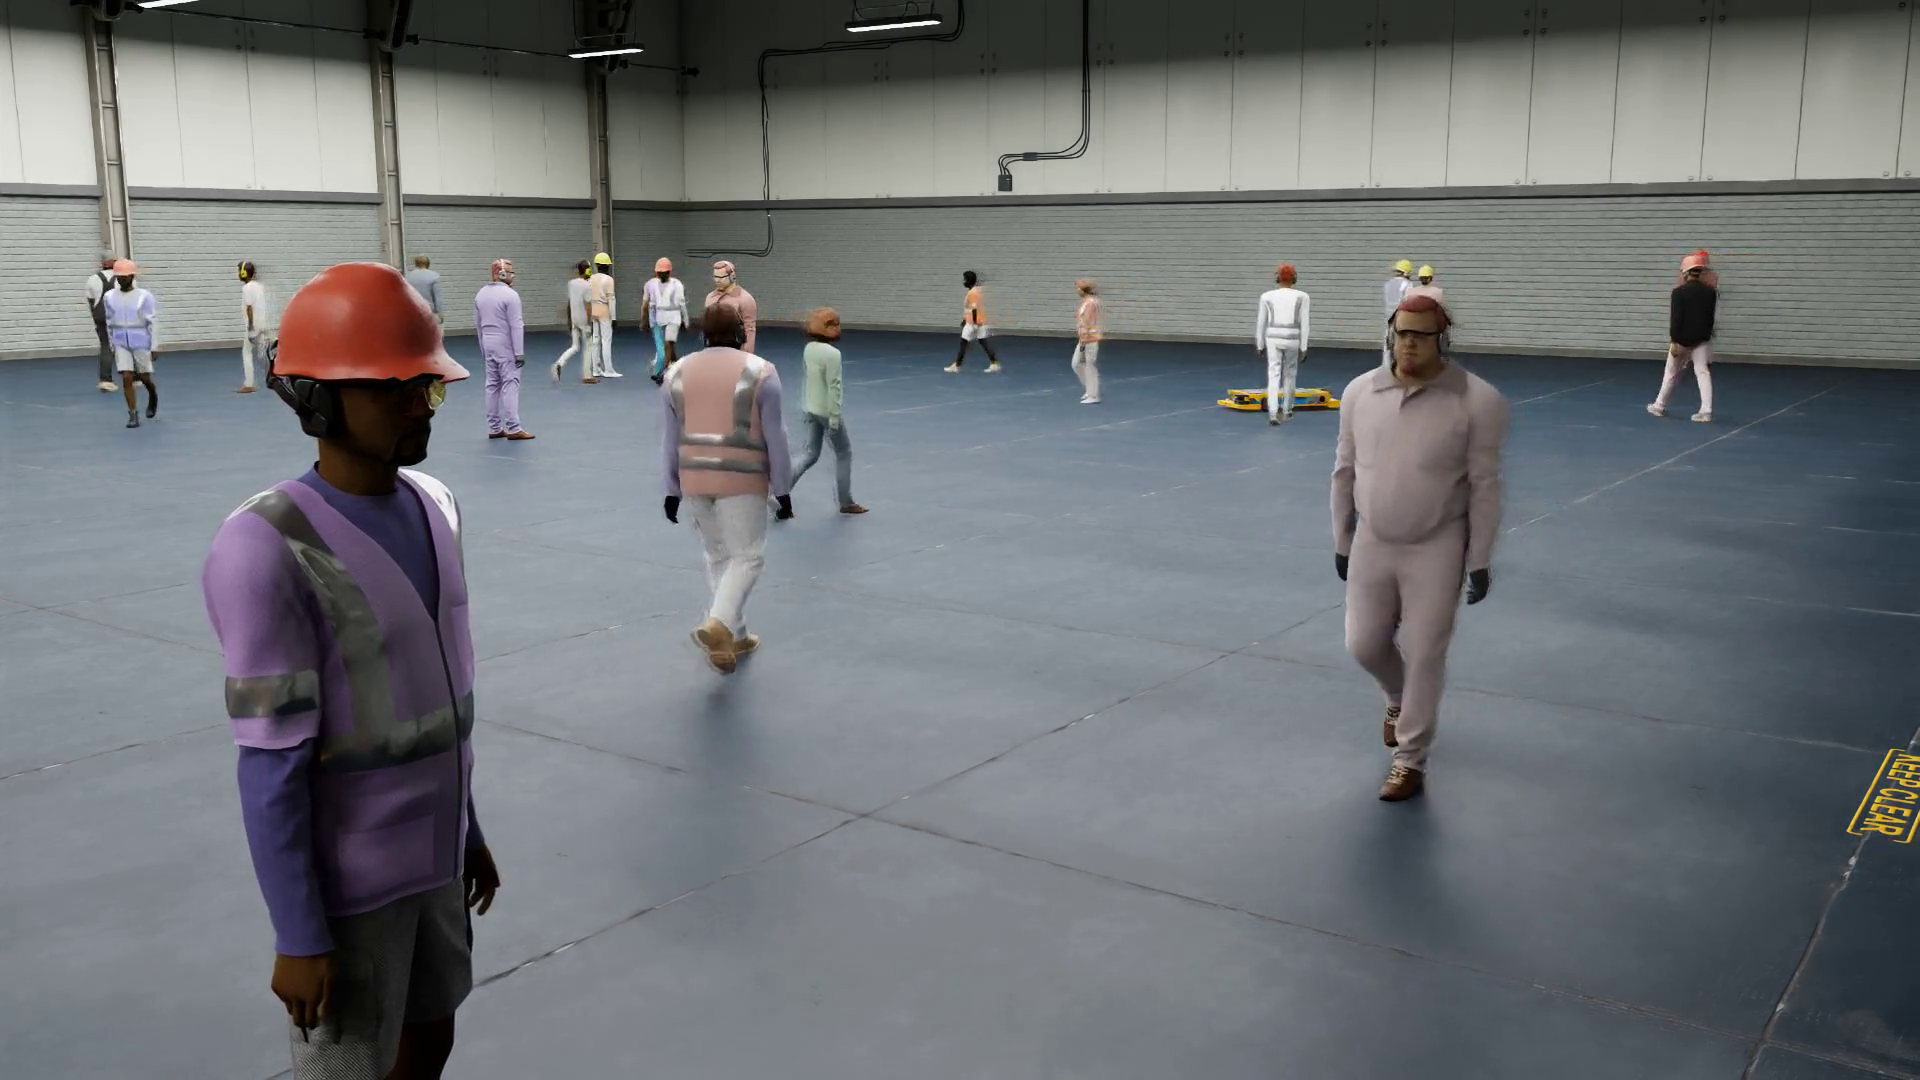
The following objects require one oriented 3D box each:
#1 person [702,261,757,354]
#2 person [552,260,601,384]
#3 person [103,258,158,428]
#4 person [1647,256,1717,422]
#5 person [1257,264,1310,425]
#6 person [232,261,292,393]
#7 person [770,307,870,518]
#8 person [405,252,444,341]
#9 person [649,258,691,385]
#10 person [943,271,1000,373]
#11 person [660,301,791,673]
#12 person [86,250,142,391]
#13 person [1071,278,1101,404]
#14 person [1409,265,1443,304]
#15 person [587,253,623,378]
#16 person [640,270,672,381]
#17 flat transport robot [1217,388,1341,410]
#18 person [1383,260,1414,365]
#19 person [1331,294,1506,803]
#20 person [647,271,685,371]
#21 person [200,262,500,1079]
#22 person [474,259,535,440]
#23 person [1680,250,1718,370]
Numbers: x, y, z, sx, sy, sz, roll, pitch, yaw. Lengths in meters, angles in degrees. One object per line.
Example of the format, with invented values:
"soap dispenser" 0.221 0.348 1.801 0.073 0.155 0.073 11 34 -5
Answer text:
"person" -2.327 -1.814 16.539 0.640 1.904 0.409 7 12 33
"person" -5.623 -3.176 24.340 0.573 1.837 0.760 7 12 36
"person" -9.406 -2.245 18.946 0.542 1.918 0.700 -2 10 -11
"person" 8.601 -2.374 19.614 0.633 1.928 1.046 -2 10 -10
"person" 3.720 -2.254 19.200 0.591 1.841 0.970 3 10 15
"person" -9.709 -2.949 23.092 0.807 1.846 0.524 0 10 1
"person" -1.074 -0.956 12.562 0.769 1.602 0.507 -7 12 -35
"person" -8.570 -3.643 26.701 0.652 1.928 0.435 2 10 12
"person" -4.353 -3.231 24.615 0.568 1.856 1.114 4 11 23
"person" 0.221 -3.476 26.573 0.903 1.646 0.527 2 10 10
"person" -1.177 -0.246 8.068 0.642 1.806 0.833 3 11 18
"person" -11.988 -3.148 23.625 0.711 2.000 1.037 -1 10 -8
"person" 1.638 -2.574 21.543 0.369 1.623 0.541 -1 10 -7
"person" 7.042 -3.280 25.180 0.528 1.756 0.483 6 12 31
"person" -5.536 -3.478 25.784 0.588 1.928 0.383 8 13 37
"person" -4.456 -3.271 25.036 0.581 1.787 0.994 -6 12 -31
"flat transport robot" 4.030 -1.779 20.913 1.431 0.197 0.652 -3 10 -14
"person" 7.147 -3.571 26.664 0.872 1.793 0.621 -6 12 -29
"person" 1.738 0.010 6.349 0.650 1.893 0.622 7 12 34
"person" -4.614 -3.433 25.896 0.628 1.804 0.865 4 11 21
"person" -0.988 0.551 2.897 0.374 2.043 0.614 2 10 11
"person" -4.832 -2.013 17.649 0.642 1.905 0.399 7 12 36
"person" 12.174 -3.788 27.443 0.643 1.956 0.846 9 13 40
